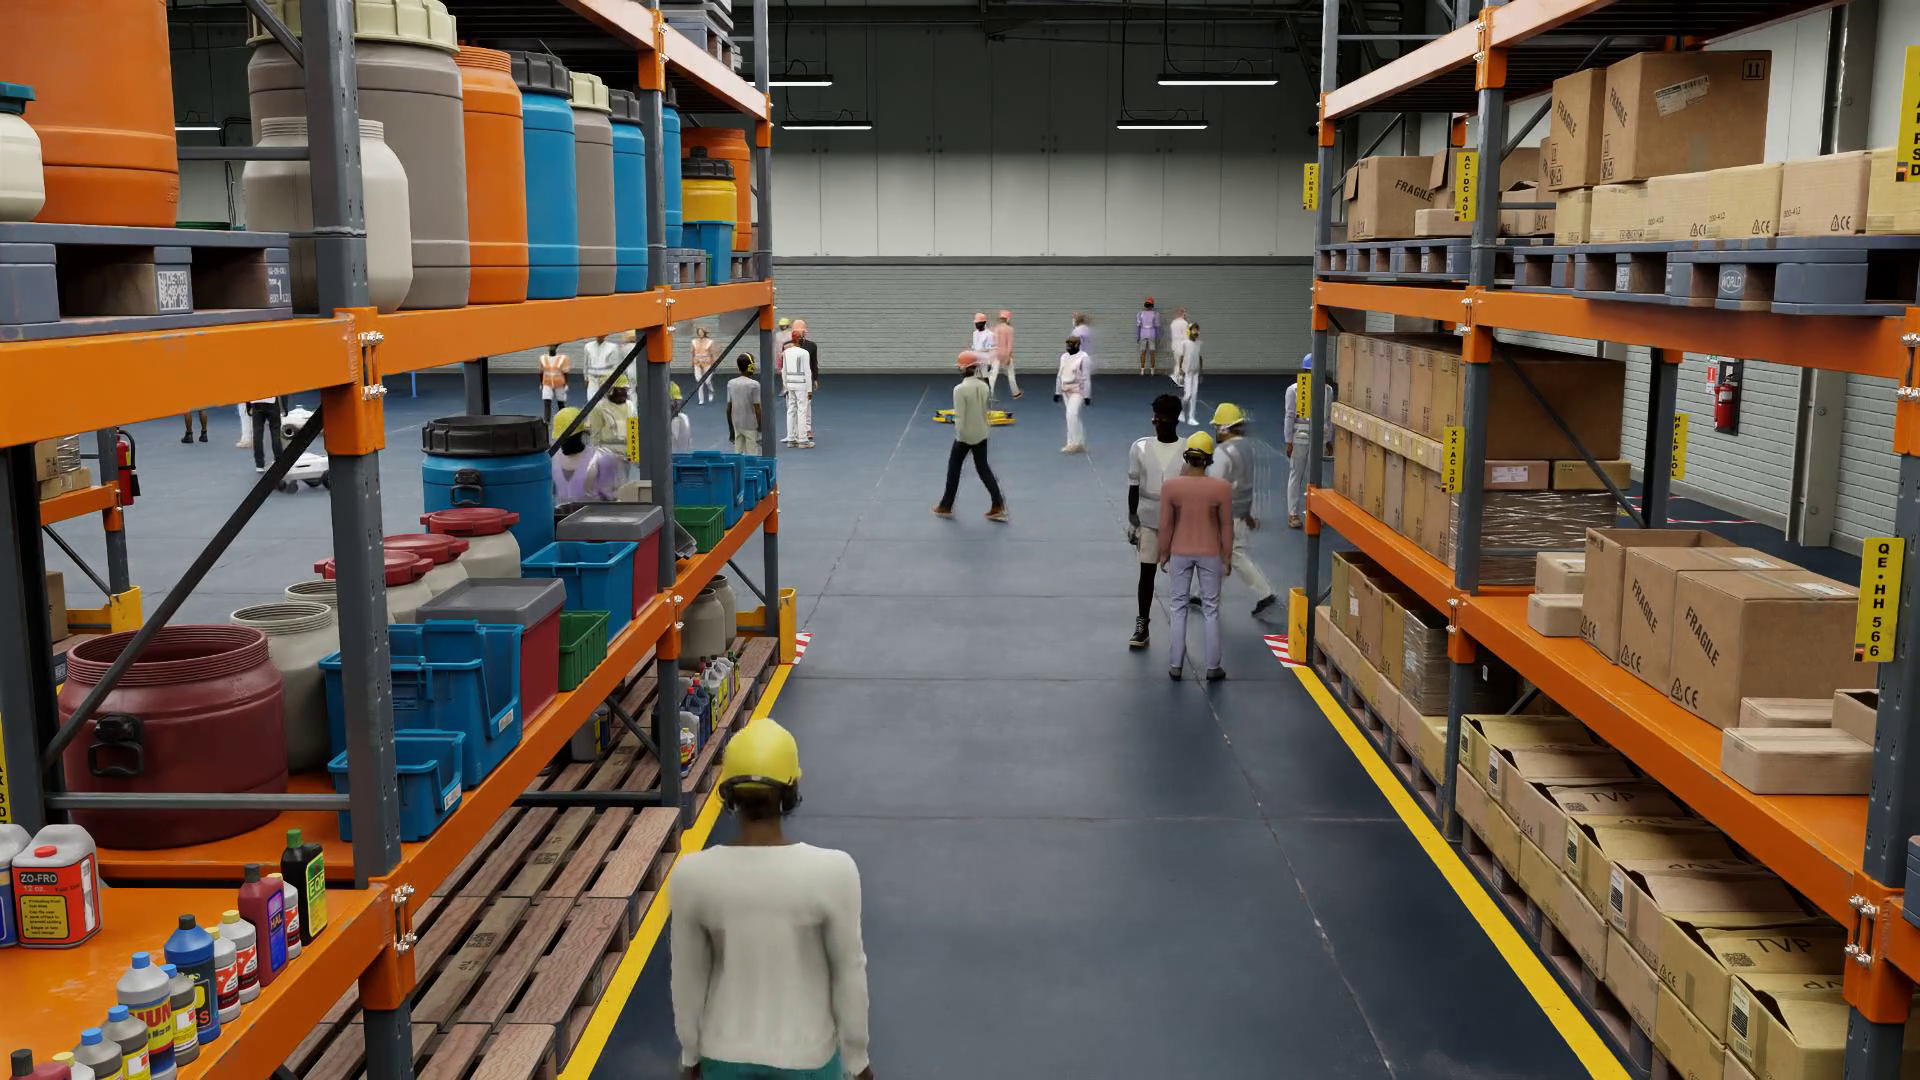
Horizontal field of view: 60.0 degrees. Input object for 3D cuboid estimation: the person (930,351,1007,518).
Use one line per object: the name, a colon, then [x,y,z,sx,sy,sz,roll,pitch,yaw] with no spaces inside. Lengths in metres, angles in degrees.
person: [0.129,-1.217,19.232,0.996,1.949,0.636,9,13,42]

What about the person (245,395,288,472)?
person: [-9.832,-1.923,23.557,0.594,1.914,0.393,-2,10,-9]

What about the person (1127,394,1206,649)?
person: [1.573,-0.144,12.744,0.605,1.962,0.373,3,10,16]

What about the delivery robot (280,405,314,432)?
delivery robot: [-11.185,-2.041,28.162,0.707,0.478,0.477,-6,11,-32]

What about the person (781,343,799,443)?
person: [-2.747,-2.399,27.215,0.310,1.640,0.514,-5,11,-27]

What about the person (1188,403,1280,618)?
person: [2.296,-0.254,13.918,0.908,1.792,0.587,5,11,29]

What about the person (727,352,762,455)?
person: [-2.579,-1.320,20.060,0.521,1.873,0.335,6,11,32]

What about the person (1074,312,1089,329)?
person: [2.622,-4.032,36.317,0.395,1.876,0.742,3,10,16]

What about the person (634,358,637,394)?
person: [-5.454,-2.703,29.207,0.533,1.592,0.862,-2,10,-13]

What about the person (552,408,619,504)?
person: [-2.919,-0.075,12.612,0.706,1.859,0.947,4,10,24]

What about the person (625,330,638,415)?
person: [-6.068,-3.131,31.331,0.513,1.728,0.391,5,11,29]

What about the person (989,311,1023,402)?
person: [0.909,-3.924,35.510,0.636,1.916,1.135,7,12,37]

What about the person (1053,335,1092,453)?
person: [1.696,-2.264,25.847,0.760,1.820,0.621,-6,11,-34]

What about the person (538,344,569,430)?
person: [-7.073,-2.698,28.985,0.538,1.649,0.889,-1,9,-4]

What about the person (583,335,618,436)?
person: [-6.134,-2.705,28.271,0.620,1.894,0.975,0,9,0]

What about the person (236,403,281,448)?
person: [-11.364,-2.415,26.763,0.630,1.829,0.660,5,11,26]

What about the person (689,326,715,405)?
person: [-5.375,-3.638,34.677,0.519,1.628,0.382,1,10,7]

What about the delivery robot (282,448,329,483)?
delivery robot: [-8.531,-0.959,21.677,0.477,0.478,0.707,7,12,38]

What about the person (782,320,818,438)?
person: [-2.687,-2.703,27.969,0.614,1.993,0.395,-2,10,-10]

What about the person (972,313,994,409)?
person: [0.420,-3.595,33.498,0.376,1.934,0.556,-9,13,-43]

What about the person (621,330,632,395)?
person: [-7.245,-4.190,37.131,0.647,1.913,0.409,-4,10,-24]

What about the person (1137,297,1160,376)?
person: [4.937,-5.332,43.580,0.615,2.040,0.391,3,10,15]

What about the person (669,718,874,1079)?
person: [-0.504,1.347,4.412,0.551,1.752,0.428,1,10,8]

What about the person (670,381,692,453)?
person: [-2.798,-0.621,16.031,0.412,1.821,0.591,9,13,44]

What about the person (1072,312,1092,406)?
person: [2.466,-3.725,34.302,0.426,1.923,0.642,4,10,21]

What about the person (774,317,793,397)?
person: [-3.858,-4.074,36.910,0.535,1.751,0.645,6,11,33]

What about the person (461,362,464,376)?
person: [-12.887,-5.226,43.531,0.569,1.845,0.384,-4,10,-20]

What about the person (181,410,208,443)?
person: [-12.689,-2.578,27.394,0.368,1.935,0.552,9,13,42]

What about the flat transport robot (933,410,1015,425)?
flat transport robot: [0.249,-2.285,30.745,1.431,0.197,0.652,8,12,40]

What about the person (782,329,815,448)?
person: [-2.588,-2.424,26.635,0.586,1.882,0.343,8,12,40]

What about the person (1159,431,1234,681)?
person: [1.675,0.112,11.798,0.529,1.767,0.329,3,10,16]

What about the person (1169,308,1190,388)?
person: [5.189,-4.521,39.158,0.474,1.890,0.675,-3,10,-20]

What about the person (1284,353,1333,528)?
person: [3.908,-1.117,18.613,0.614,1.947,0.388,-4,10,-21]

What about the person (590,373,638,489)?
person: [-3.559,-0.884,17.653,0.768,1.804,0.608,5,11,30]

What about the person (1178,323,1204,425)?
person: [4.223,-3.024,30.292,0.544,1.860,0.412,-5,11,-28]
